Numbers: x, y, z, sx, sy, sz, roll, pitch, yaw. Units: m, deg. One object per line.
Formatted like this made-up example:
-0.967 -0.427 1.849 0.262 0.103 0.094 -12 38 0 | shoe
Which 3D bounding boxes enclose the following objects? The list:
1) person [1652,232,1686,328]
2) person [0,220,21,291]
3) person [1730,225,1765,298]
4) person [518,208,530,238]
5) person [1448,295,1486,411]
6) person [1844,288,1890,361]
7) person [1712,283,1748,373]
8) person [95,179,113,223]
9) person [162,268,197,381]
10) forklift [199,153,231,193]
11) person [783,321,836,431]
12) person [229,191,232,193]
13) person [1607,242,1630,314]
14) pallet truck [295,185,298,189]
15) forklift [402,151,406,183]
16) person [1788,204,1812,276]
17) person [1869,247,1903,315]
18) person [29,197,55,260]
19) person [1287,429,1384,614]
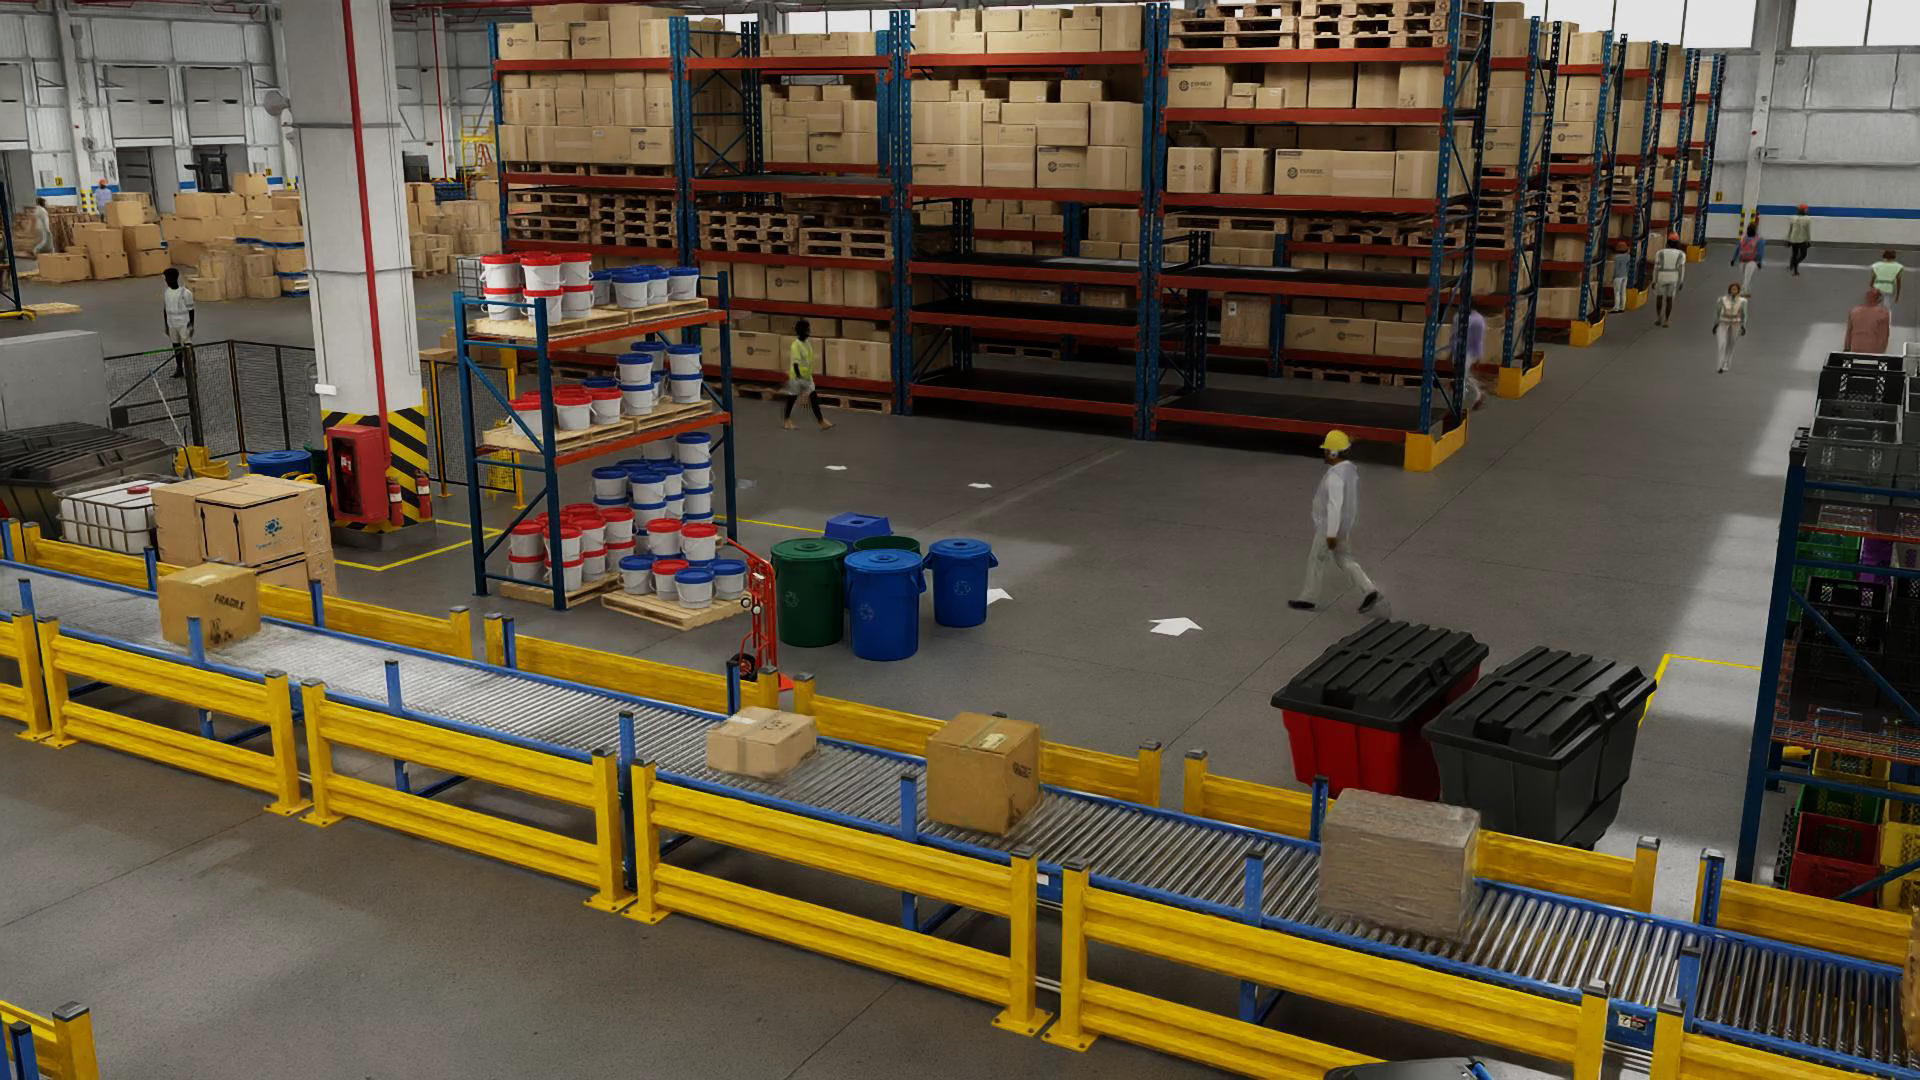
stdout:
15.268 -5.608 35.856 0.637 2.008 0.866 6 16 20 | person
-24.335 -7.252 42.382 0.637 1.820 0.515 -14 20 -42 | person
19.278 -6.823 40.819 0.914 1.794 0.639 -9 17 -30 | person
-11.962 -8.062 45.248 0.557 1.917 0.609 6 16 20 | person
7.897 -2.891 25.847 0.926 1.912 0.640 -7 16 -24 | person
14.461 -3.072 26.546 0.490 1.892 0.651 -11 18 -35 | person
13.770 -3.775 29.725 0.545 1.595 0.822 5 16 18 | person
-31.632 -12.387 61.500 0.568 1.916 0.590 -9 17 -30 | person
-13.619 -3.761 28.988 0.614 1.963 0.361 5 16 17 | person
-27.440 -12.865 61.464 1.873 2.768 1.129 8 17 28 | forklift
-2.281 -2.405 24.489 0.888 1.640 0.542 7 16 25 | person
-27.700 -12.651 63.048 0.408 1.620 0.539 4 15 14 | person
15.041 -5.971 37.931 0.498 1.634 0.279 -9 17 -30 | person
-26.804 -14.617 69.738 1.885 1.965 0.823 -14 20 -42 | pallet truck
-21.717 -13.660 64.452 1.873 2.768 1.129 1 15 2 | forklift
23.164 -8.274 45.922 0.467 1.981 0.641 -10 18 -33 | person
19.050 -5.102 34.300 0.579 1.831 0.526 7 17 26 | person
-27.692 -9.372 50.186 0.827 1.920 0.637 -10 18 -33 | person
3.613 -0.163 15.788 0.852 1.801 0.602 8 17 27 | person
